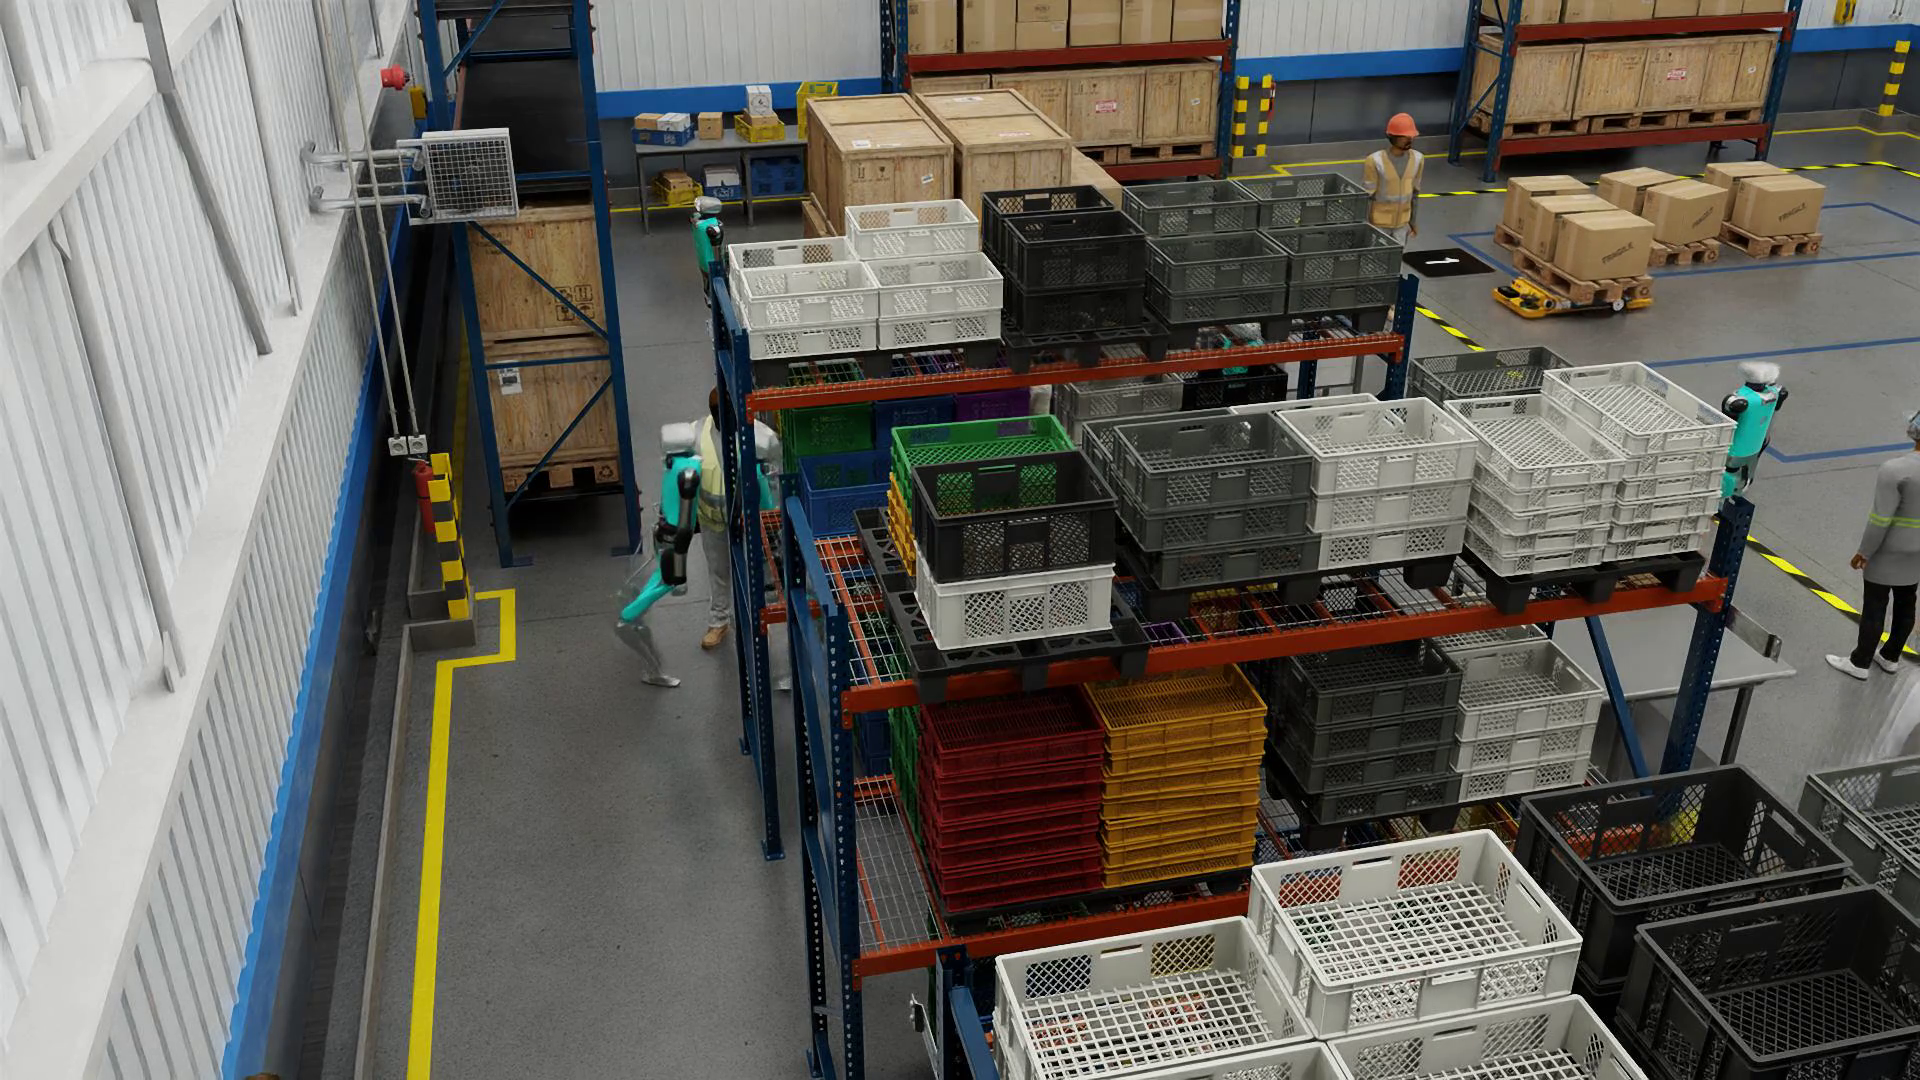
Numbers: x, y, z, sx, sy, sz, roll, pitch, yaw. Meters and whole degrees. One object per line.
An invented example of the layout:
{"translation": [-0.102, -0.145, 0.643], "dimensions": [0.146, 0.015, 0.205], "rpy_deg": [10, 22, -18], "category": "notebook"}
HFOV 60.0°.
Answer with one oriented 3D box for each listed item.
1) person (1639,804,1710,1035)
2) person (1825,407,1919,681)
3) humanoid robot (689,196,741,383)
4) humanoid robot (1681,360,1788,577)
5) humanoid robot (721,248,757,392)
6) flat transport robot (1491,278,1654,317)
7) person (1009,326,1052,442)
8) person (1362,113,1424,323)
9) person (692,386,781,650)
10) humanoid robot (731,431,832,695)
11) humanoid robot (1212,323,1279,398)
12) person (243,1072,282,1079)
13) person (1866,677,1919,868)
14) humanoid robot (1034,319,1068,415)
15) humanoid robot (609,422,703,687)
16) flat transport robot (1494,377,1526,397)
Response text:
{"translation": [2.827, 1.859, 6.953], "dimensions": [0.621, 1.716, 0.489], "rpy_deg": [-8, 29, -15], "category": "person"}
{"translation": [5.813, 0.013, 10.327], "dimensions": [0.588, 1.850, 0.396], "rpy_deg": [-7, 29, -12], "category": "person"}
{"translation": [-1.942, -2.201, 14.502], "dimensions": [0.735, 1.677, 0.533], "rpy_deg": [-15, 31, -26], "category": "humanoid robot"}
{"translation": [5.035, -0.489, 11.256], "dimensions": [0.533, 1.677, 0.735], "rpy_deg": [-15, 31, -26], "category": "humanoid robot"}
{"translation": [-1.756, -1.641, 13.673], "dimensions": [0.433, 1.643, 0.601], "rpy_deg": [-24, 36, -37], "category": "humanoid robot"}
{"translation": [6.177, -2.496, 16.753], "dimensions": [1.431, 0.197, 0.652], "rpy_deg": [-6, 28, -12], "category": "flat transport robot"}
{"translation": [0.443, -0.636, 11.580], "dimensions": [0.331, 1.836, 0.506], "rpy_deg": [-23, 36, -37], "category": "person"}
{"translation": [4.128, -3.065, 15.958], "dimensions": [0.613, 2.043, 0.370], "rpy_deg": [-7, 29, -13], "category": "person"}
{"translation": [-1.448, -0.138, 10.620], "dimensions": [0.620, 1.845, 0.430], "rpy_deg": [5, 28, 9], "category": "person"}
{"translation": [-1.035, 0.154, 10.169], "dimensions": [0.673, 1.780, 0.540], "rpy_deg": [-4, 28, -7], "category": "humanoid robot"}
{"translation": [1.837, -0.624, 11.782], "dimensions": [0.539, 1.897, 0.733], "rpy_deg": [22, 35, 35], "category": "humanoid robot"}
{"translation": [-2.276, 2.537, 5.555], "dimensions": [0.388, 1.836, 0.563], "rpy_deg": [-18, 33, -30], "category": "person"}
{"translation": [4.429, 1.248, 7.814], "dimensions": [0.637, 2.008, 0.646], "rpy_deg": [11, 30, 20], "category": "person"}
{"translation": [0.606, -0.967, 12.396], "dimensions": [0.683, 1.635, 0.614], "rpy_deg": [-16, 32, -27], "category": "humanoid robot"}
{"translation": [-1.911, 0.181, 10.228], "dimensions": [0.763, 1.856, 0.540], "rpy_deg": [-9, 29, -16], "category": "humanoid robot"}
{"translation": [4.780, -1.036, 14.013], "dimensions": [0.659, 0.231, 1.431], "rpy_deg": [-6, 28, -12], "category": "flat transport robot"}
